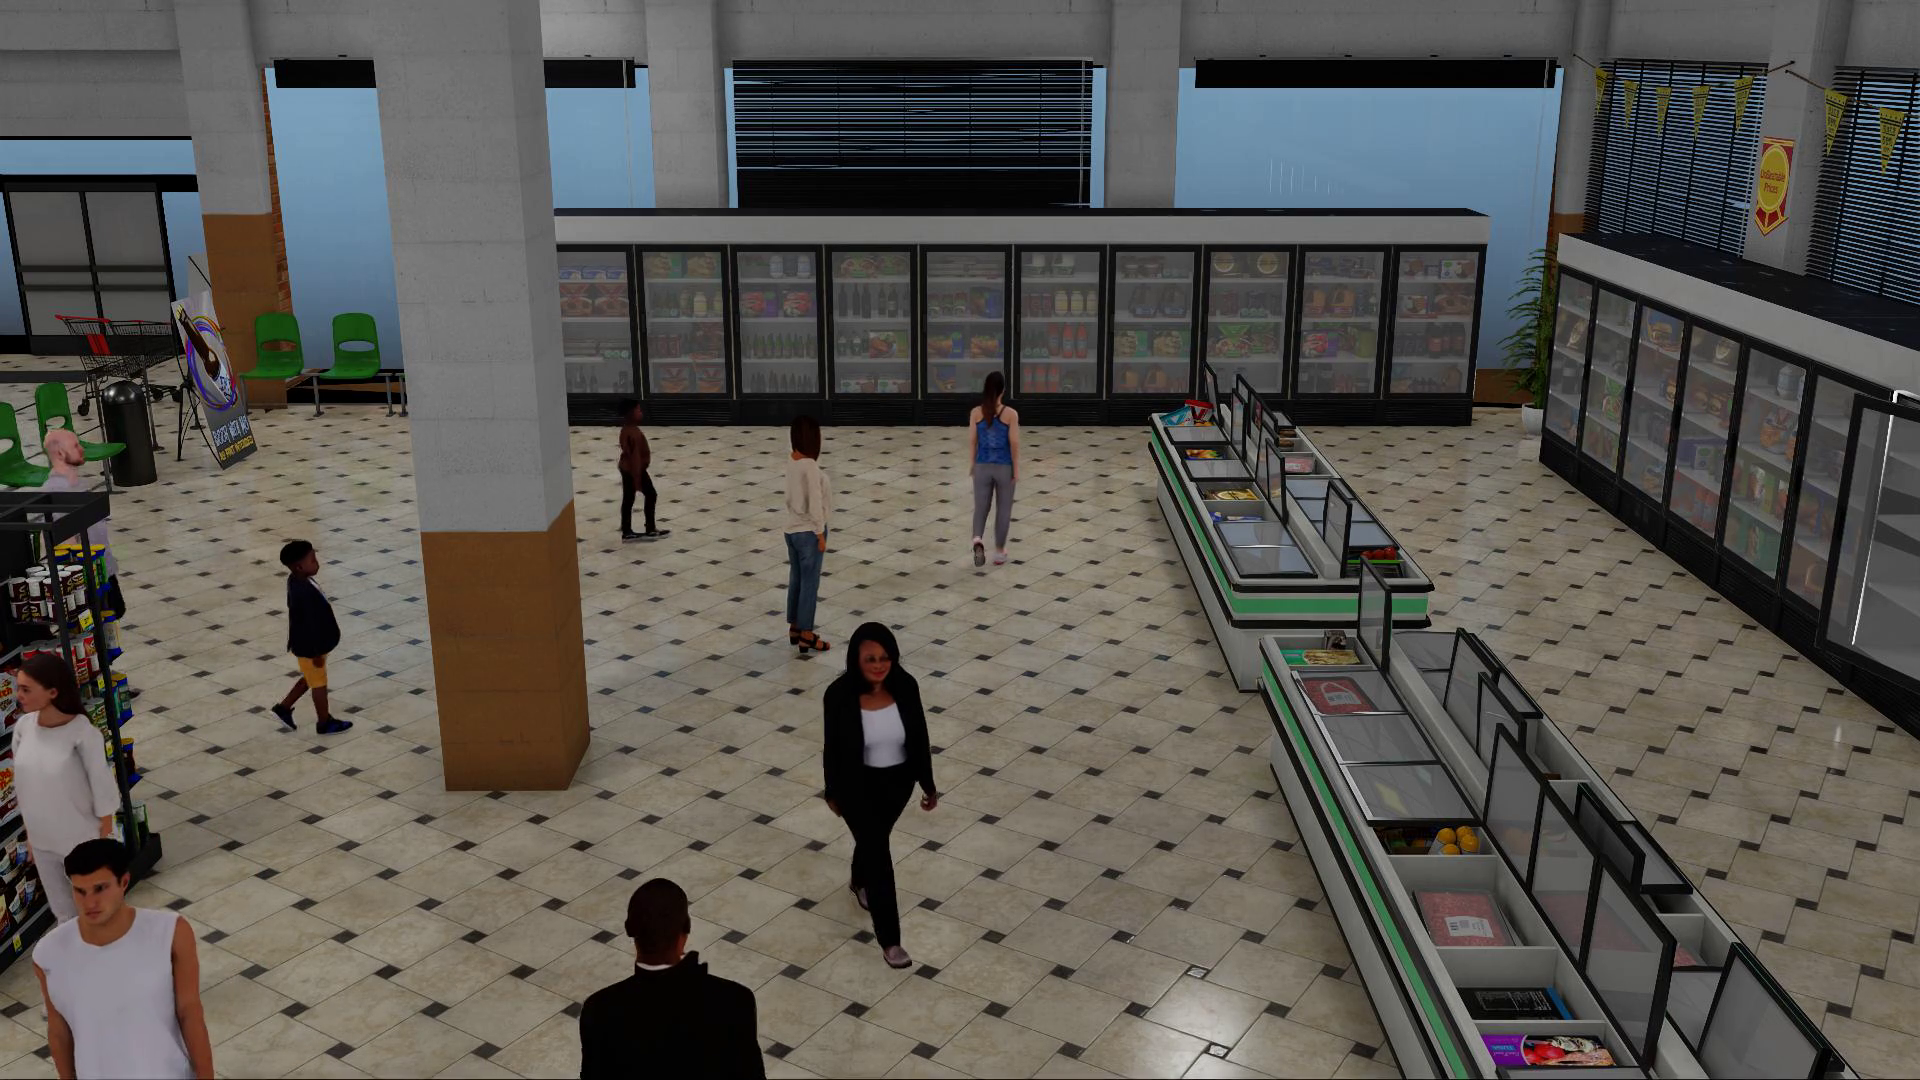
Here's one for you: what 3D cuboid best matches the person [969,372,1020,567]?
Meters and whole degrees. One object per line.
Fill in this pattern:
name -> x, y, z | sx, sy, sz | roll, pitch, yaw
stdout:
person -> 0.255, -0.531, 13.299 | 0.688, 1.595, 0.957 | 4, 17, 13

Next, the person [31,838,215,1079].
person -> -2.663, 1.763, 5.471 | 0.851, 1.753, 1.183 | -5, 18, -15

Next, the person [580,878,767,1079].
person -> -0.809, 1.890, 4.797 | 0.763, 1.901, 0.728 | -2, 17, -8

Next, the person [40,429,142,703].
person -> -5.636, 0.194, 10.519 | 0.877, 1.822, 0.824 | -6, 18, -19

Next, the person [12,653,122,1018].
person -> -3.842, 1.272, 7.201 | 0.640, 1.688, 0.607 | 4, 17, 12

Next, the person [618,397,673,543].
person -> -2.819, -0.580, 14.060 | 0.733, 1.245, 0.688 | -8, 19, -26

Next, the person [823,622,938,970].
person -> -0.423, 1.134, 7.851 | 0.987, 1.574, 1.200 | -9, 19, -28

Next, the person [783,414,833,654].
person -> -1.083, -0.048, 11.565 | 0.742, 1.677, 0.612 | -7, 18, -21

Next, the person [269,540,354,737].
person -> -4.015, 0.610, 10.112 | 0.765, 1.263, 0.736 | -10, 20, -31
